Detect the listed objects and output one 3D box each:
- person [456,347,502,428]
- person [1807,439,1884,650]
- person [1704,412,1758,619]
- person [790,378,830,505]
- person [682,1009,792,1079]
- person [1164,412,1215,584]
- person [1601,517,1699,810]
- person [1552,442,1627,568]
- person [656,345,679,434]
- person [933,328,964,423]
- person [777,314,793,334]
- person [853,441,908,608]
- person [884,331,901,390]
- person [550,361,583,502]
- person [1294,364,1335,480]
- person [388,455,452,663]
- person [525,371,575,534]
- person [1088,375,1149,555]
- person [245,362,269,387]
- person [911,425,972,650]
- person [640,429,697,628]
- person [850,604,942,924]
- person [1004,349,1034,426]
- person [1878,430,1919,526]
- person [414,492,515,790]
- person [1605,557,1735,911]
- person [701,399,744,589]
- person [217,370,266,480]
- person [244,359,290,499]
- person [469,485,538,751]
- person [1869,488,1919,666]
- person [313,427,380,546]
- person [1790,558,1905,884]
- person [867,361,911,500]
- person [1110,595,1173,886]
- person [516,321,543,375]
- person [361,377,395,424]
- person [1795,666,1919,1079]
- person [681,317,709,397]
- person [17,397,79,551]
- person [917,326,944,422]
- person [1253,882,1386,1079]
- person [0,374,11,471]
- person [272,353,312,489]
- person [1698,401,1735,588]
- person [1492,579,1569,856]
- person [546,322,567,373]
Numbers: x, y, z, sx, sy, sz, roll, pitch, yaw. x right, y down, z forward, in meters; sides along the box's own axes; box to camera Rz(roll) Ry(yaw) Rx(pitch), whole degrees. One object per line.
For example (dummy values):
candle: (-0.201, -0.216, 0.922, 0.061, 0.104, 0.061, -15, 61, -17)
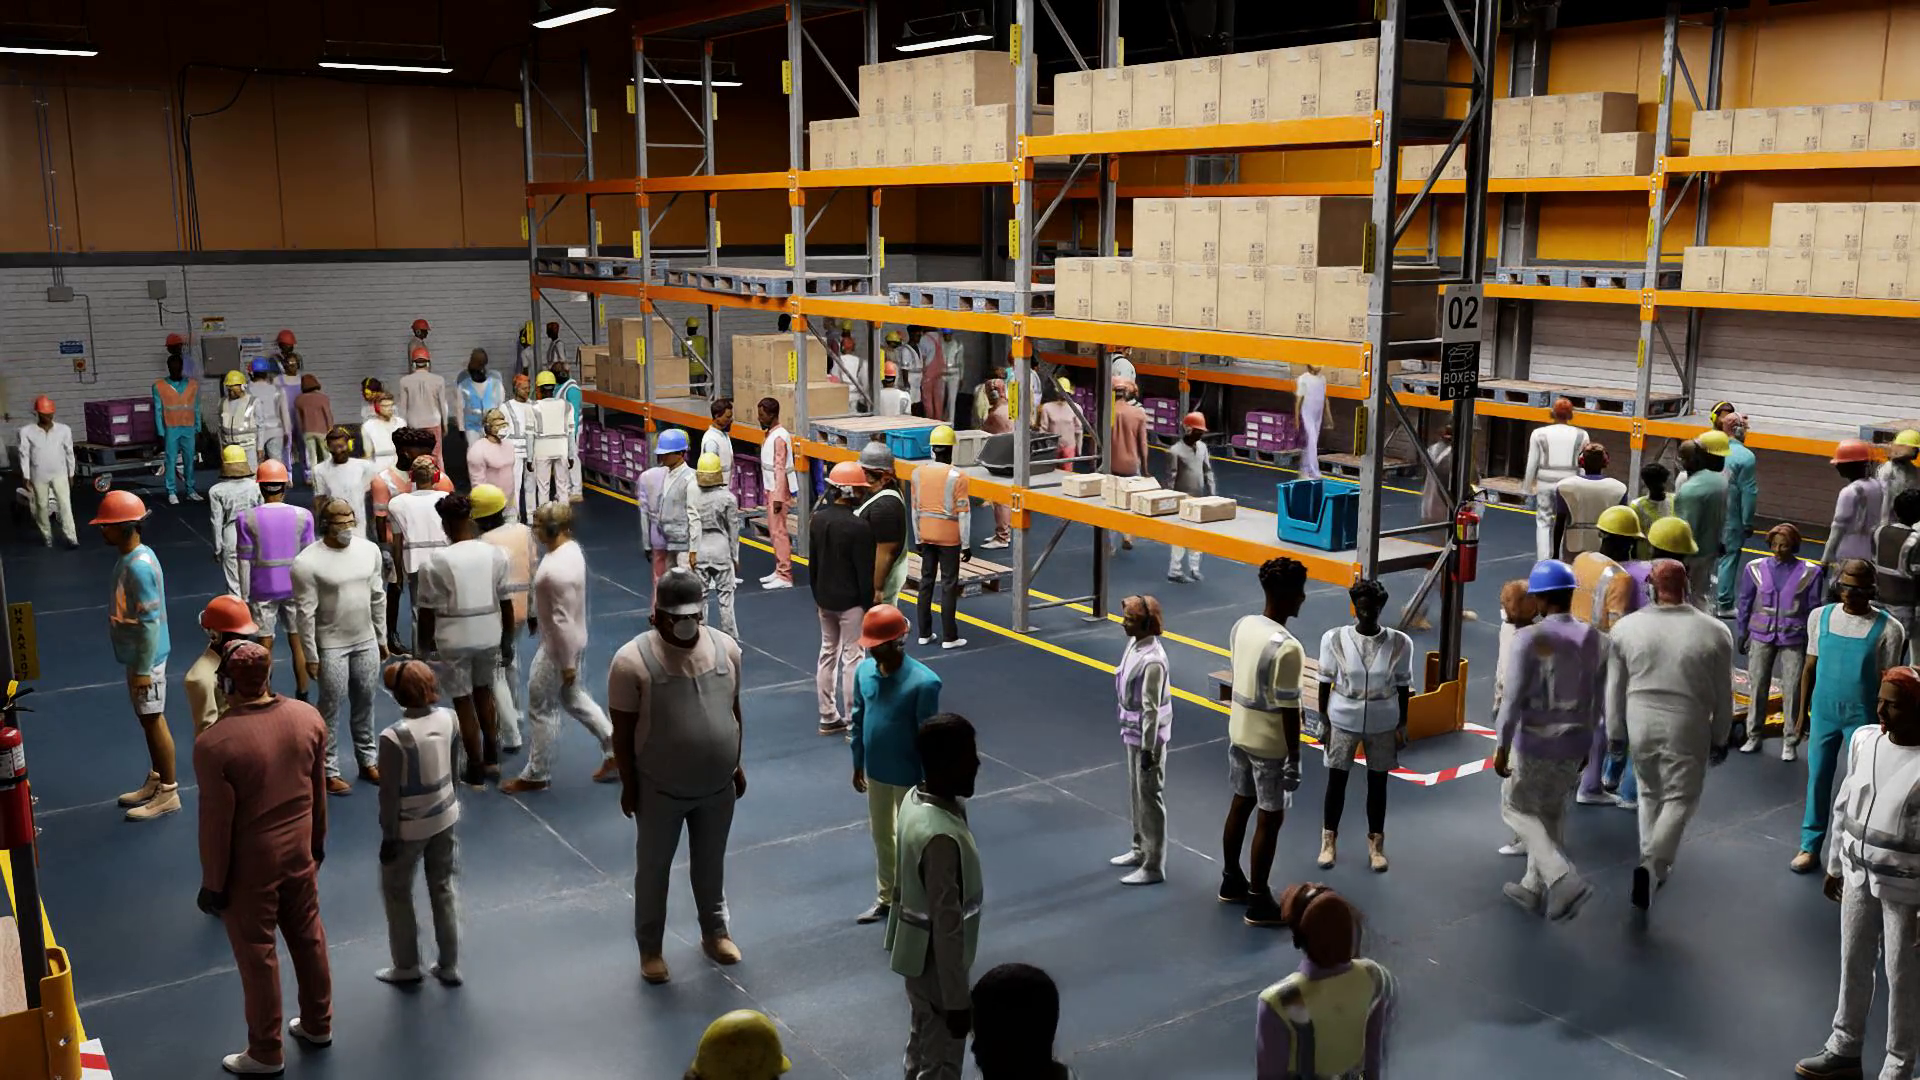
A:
person: (-6.542, -1.672, 22.736, 0.658, 1.913, 0.611, 0, 11, 2)
person: (7.230, 0.108, 13.696, 0.556, 1.882, 0.984, -9, 14, -40)
person: (7.097, -0.234, 15.396, 0.401, 1.906, 0.651, -5, 12, -22)
person: (-1.948, -1.450, 21.271, 0.681, 2.000, 0.538, -3, 12, -17)
person: (-0.576, 2.026, 4.283, 0.490, 1.732, 0.320, 10, 15, 40)
person: (2.341, -0.427, 16.836, 0.449, 1.728, 0.552, 10, 15, 41)
person: (4.269, 0.764, 10.367, 0.341, 1.885, 0.752, -2, 11, -10)
person: (5.219, 0.109, 13.833, 0.560, 1.837, 0.388, 1, 11, 7)
person: (-4.947, -2.647, 27.942, 0.502, 1.837, 0.341, 0, 11, 2)
person: (-0.232, -2.808, 28.564, 0.613, 1.917, 0.826, 0, 11, 1)
person: (-3.161, -3.172, 30.391, 0.379, 1.919, 0.597, -1, 11, -4)
person: (-0.657, 0.273, 12.454, 0.536, 2.000, 0.675, 0, 11, -1)
person: (-1.152, -2.659, 28.191, 0.353, 1.760, 0.530, 5, 12, 24)
person: (-5.129, -1.412, 21.634, 0.429, 1.830, 0.634, -7, 13, -34)
person: (4.929, -1.650, 22.862, 0.538, 1.818, 0.757, -9, 14, -38)
person: (-4.155, 0.254, 13.049, 0.563, 1.847, 0.390, -2, 11, -8)
person: (-4.759, -1.000, 19.302, 0.589, 1.916, 0.400, -8, 13, -34)
person: (1.741, -0.821, 18.255, 0.681, 1.958, 0.478, 1, 11, 3)
person: (-9.566, -1.576, 22.694, 0.368, 1.742, 0.565, -3, 11, -15)
person: (-0.152, -0.027, 14.311, 0.587, 1.919, 0.403, 7, 13, 33)
person: (-2.420, 0.010, 14.183, 0.584, 1.905, 0.480, 0, 11, 2)
person: (-0.356, 1.178, 8.603, 0.577, 1.737, 0.355, 9, 14, 38)
person: (0.774, -1.786, 23.508, 0.563, 1.839, 0.389, 5, 12, 23)
person: (8.717, -0.162, 15.495, 0.527, 1.733, 0.353, -4, 12, -22)
person: (-3.228, 0.649, 10.809, 0.604, 1.934, 0.573, -10, 15, -41)
person: (3.782, 1.043, 8.956, 0.648, 1.878, 0.804, 9, 14, 37)
person: (-2.400, -0.453, 16.530, 0.408, 1.907, 0.598, 0, 11, 1)
person: (-8.785, -1.159, 20.317, 0.591, 1.833, 0.403, 1, 11, 4)
person: (-8.825, -1.345, 21.099, 0.616, 1.888, 1.000, -6, 13, -28)
person: (-3.251, 0.524, 11.623, 0.689, 1.869, 0.643, 6, 13, 29)
person: (7.012, 0.447, 12.465, 0.322, 1.690, 0.534, -2, 11, -12)
person: (-5.446, -0.082, 14.750, 0.566, 1.845, 0.559, -2, 11, -12)
person: (4.938, 0.995, 9.281, 0.341, 1.840, 0.503, -9, 14, -39)
person: (-0.871, -1.215, 20.335, 0.552, 1.935, 0.369, -2, 11, -12)
person: (1.023, 1.102, 9.268, 0.311, 1.631, 0.506, -1, 11, -5)
person: (-7.428, -2.838, 28.739, 0.672, 1.898, 0.637, -8, 14, -37)
person: (-6.668, -0.951, 19.220, 0.452, 1.854, 0.494, 7, 13, 31)
person: (3.849, 1.435, 6.918, 0.355, 1.882, 0.576, -4, 12, -19)
person: (-4.682, -2.970, 29.336, 0.359, 1.930, 0.586, 9, 14, 38)
person: (-10.079, -0.724, 18.414, 0.565, 1.706, 0.886, -8, 14, -35)
person: (-0.550, -2.861, 28.492, 0.536, 2.000, 0.688, 9, 14, 40)
person: (1.169, 1.886, 5.299, 0.518, 1.615, 0.668, -6, 12, -27)
person: (-14.124, -1.847, 24.087, 0.646, 1.730, 0.574, 0, 11, -2)
person: (-9.084, -1.630, 22.697, 0.506, 1.847, 0.345, -9, 14, -38)
person: (7.536, -0.456, 16.643, 0.517, 1.865, 0.328, -9, 14, -38)
person: (3.370, 1.017, 9.730, 0.502, 1.607, 0.552, -2, 11, -12)
person: (-6.949, -2.820, 28.684, 0.359, 1.884, 0.573, -5, 12, -25)
